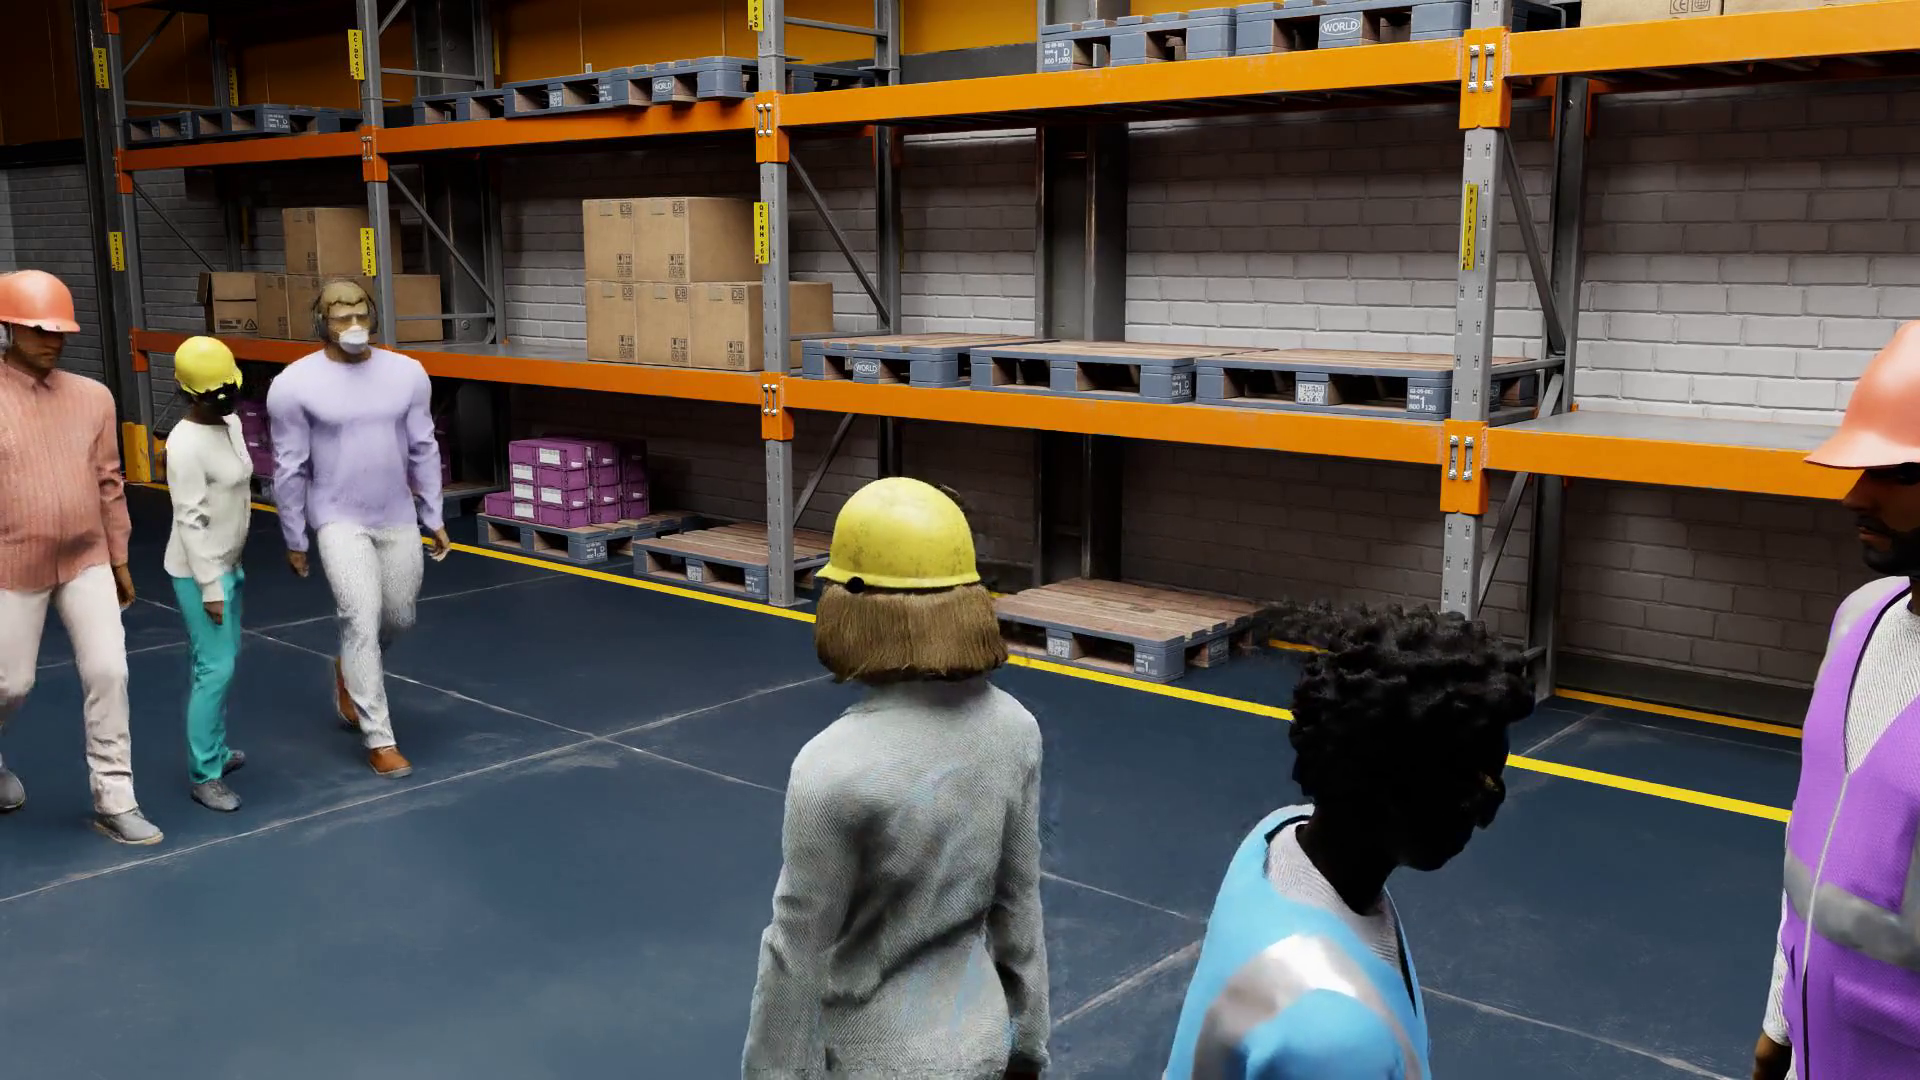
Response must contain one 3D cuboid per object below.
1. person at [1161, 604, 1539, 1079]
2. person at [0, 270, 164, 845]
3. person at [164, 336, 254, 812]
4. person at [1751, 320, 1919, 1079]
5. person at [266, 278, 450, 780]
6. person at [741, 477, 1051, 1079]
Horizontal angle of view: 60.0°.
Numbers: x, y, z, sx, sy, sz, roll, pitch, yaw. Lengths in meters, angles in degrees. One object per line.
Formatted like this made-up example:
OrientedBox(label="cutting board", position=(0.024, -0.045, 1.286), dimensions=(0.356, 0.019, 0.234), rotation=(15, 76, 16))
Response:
OrientedBox(label="person", position=(0.410, 0.880, 1.827), dimensions=(0.646, 1.654, 0.548), rotation=(2, 10, 13))
OrientedBox(label="person", position=(-3.189, 0.065, 5.680), dimensions=(0.878, 1.960, 0.649), rotation=(7, 12, 35))
OrientedBox(label="person", position=(-2.714, 0.106, 6.096), dimensions=(0.383, 1.718, 0.696), rotation=(-1, 10, -8))
OrientedBox(label="person", position=(1.220, 0.686, 2.169), dimensions=(0.354, 1.939, 0.544), rotation=(-1, 10, -5))
OrientedBox(label="person", position=(-2.389, -0.073, 6.562), dimensions=(0.629, 1.916, 0.850), rotation=(-9, 13, -41))
OrientedBox(label="person", position=(-0.035, 0.760, 2.410), dimensions=(0.867, 1.707, 0.496), rotation=(7, 12, 35))
